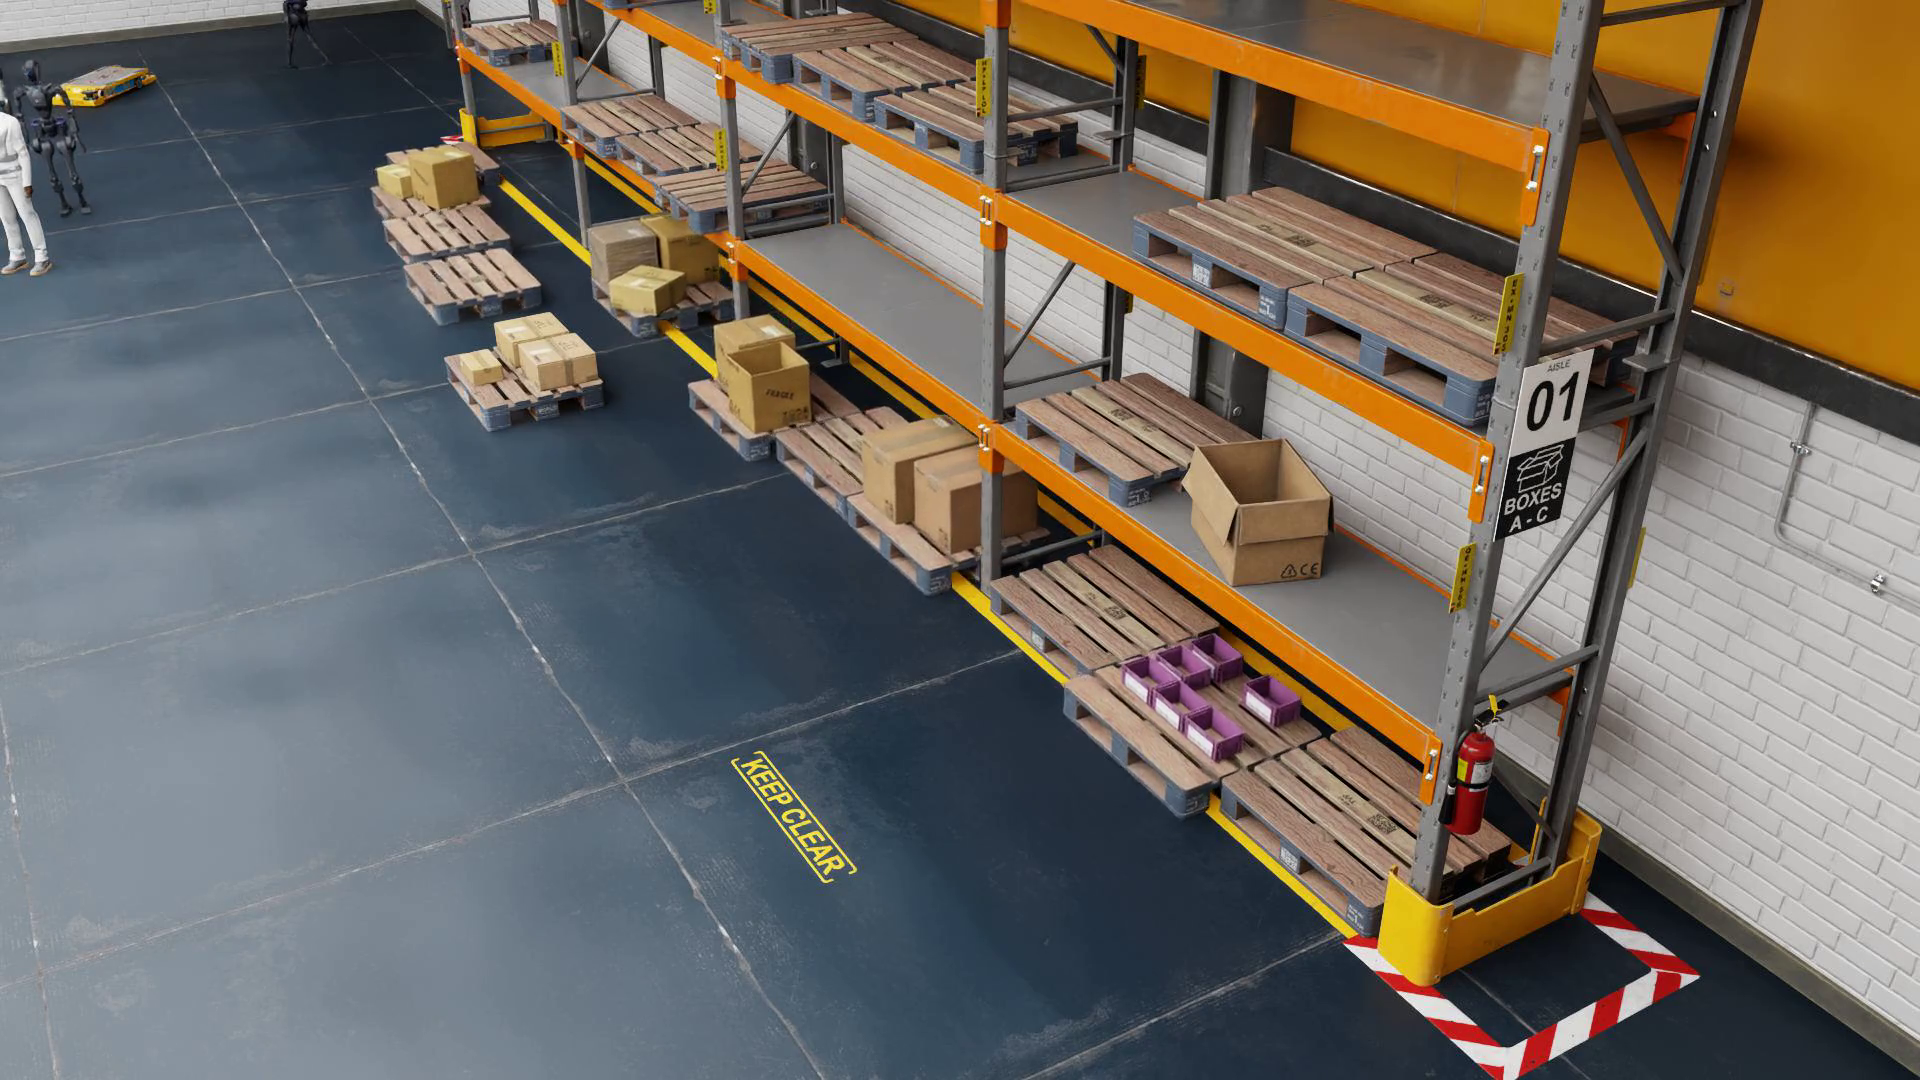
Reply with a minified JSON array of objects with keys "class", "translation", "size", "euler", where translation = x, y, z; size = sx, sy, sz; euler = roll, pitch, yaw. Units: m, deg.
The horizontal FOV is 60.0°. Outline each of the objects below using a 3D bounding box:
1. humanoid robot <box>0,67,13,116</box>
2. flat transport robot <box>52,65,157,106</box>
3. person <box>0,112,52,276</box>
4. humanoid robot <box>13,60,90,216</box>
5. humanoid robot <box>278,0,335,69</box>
[{"class":"humanoid robot","translation":[-10.294,-4.283,17.714],"size":[0.549,1.802,0.715],"euler":[-19,35,-30]},{"class":"flat transport robot","translation":[-11.570,-6.129,22.453],"size":[0.659,0.231,1.431],"euler":[4,30,8]},{"class":"person","translation":[-9.291,-3.504,16.184],"size":[0.572,1.882,0.357],"euler":[5,30,8]},{"class":"humanoid robot","translation":[-9.713,-4.306,17.810],"size":[0.609,1.657,0.317],"euler":[-9,31,-16]},{"class":"humanoid robot","translation":[-9.356,-7.476,23.453],"size":[0.771,1.634,0.613],"euler":[0,30,0]}]
